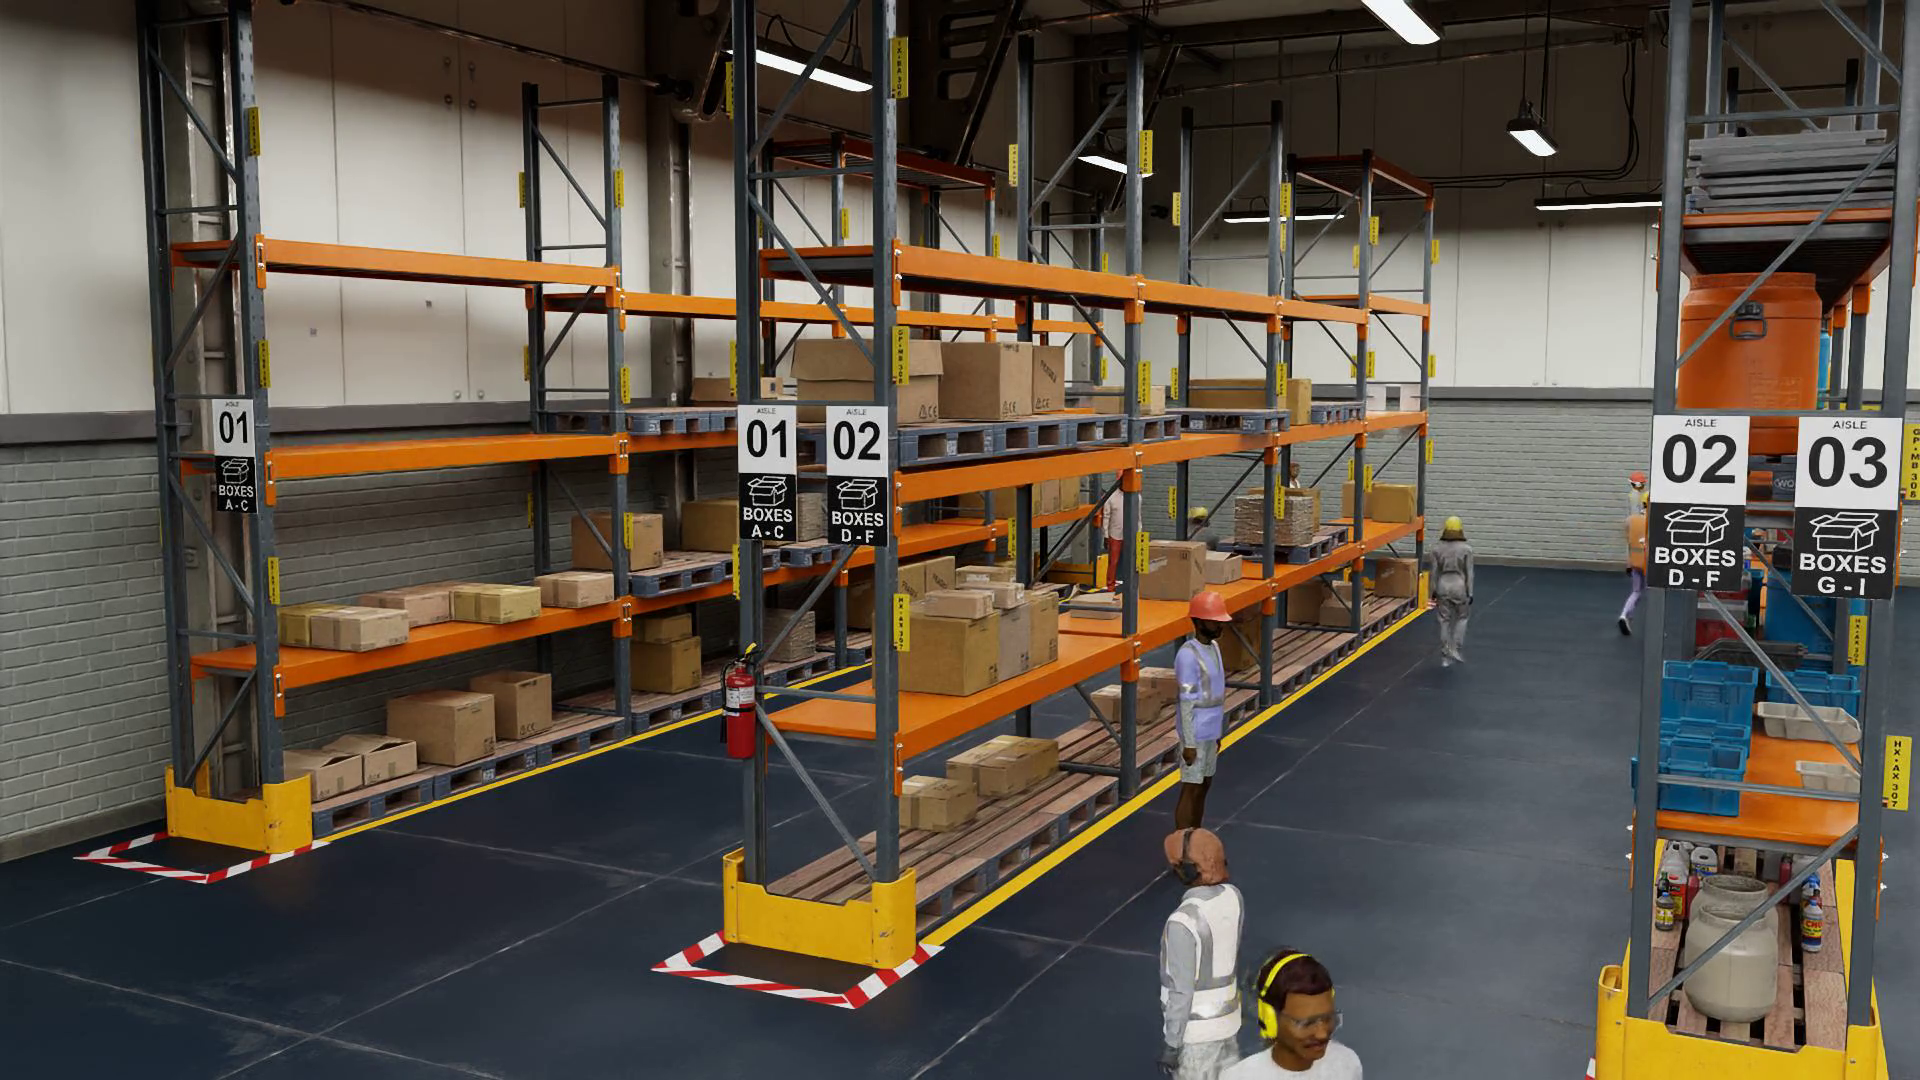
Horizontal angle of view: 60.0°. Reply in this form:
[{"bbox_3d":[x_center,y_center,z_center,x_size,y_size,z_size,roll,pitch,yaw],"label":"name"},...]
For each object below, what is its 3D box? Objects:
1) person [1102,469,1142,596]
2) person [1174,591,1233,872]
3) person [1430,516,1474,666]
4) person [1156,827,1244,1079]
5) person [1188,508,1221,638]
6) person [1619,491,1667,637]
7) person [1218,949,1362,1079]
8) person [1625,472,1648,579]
[{"bbox_3d":[2.382,-0.059,24.295,0.622,1.990,0.389,-2,6,-18],"label":"person"},{"bbox_3d":[1.662,1.305,11.298,0.372,1.935,0.551,3,7,28],"label":"person"},{"bbox_3d":[5.695,0.588,19.229,0.511,1.724,0.484,3,7,28],"label":"person"},{"bbox_3d":[0.951,1.937,6.579,0.310,1.640,0.514,4,7,35],"label":"person"},{"bbox_3d":[2.949,0.478,20.394,0.583,1.728,0.559,-1,6,-14],"label":"person"},{"bbox_3d":[8.700,0.309,21.094,0.667,1.905,0.623,-3,7,-27],"label":"person"},{"bbox_3d":[0.894,2.028,4.768,0.536,1.845,0.823,-3,7,-28],"label":"person"},{"bbox_3d":[11.055,-0.242,27.195,0.319,1.755,0.573,2,6,22],"label":"person"}]
